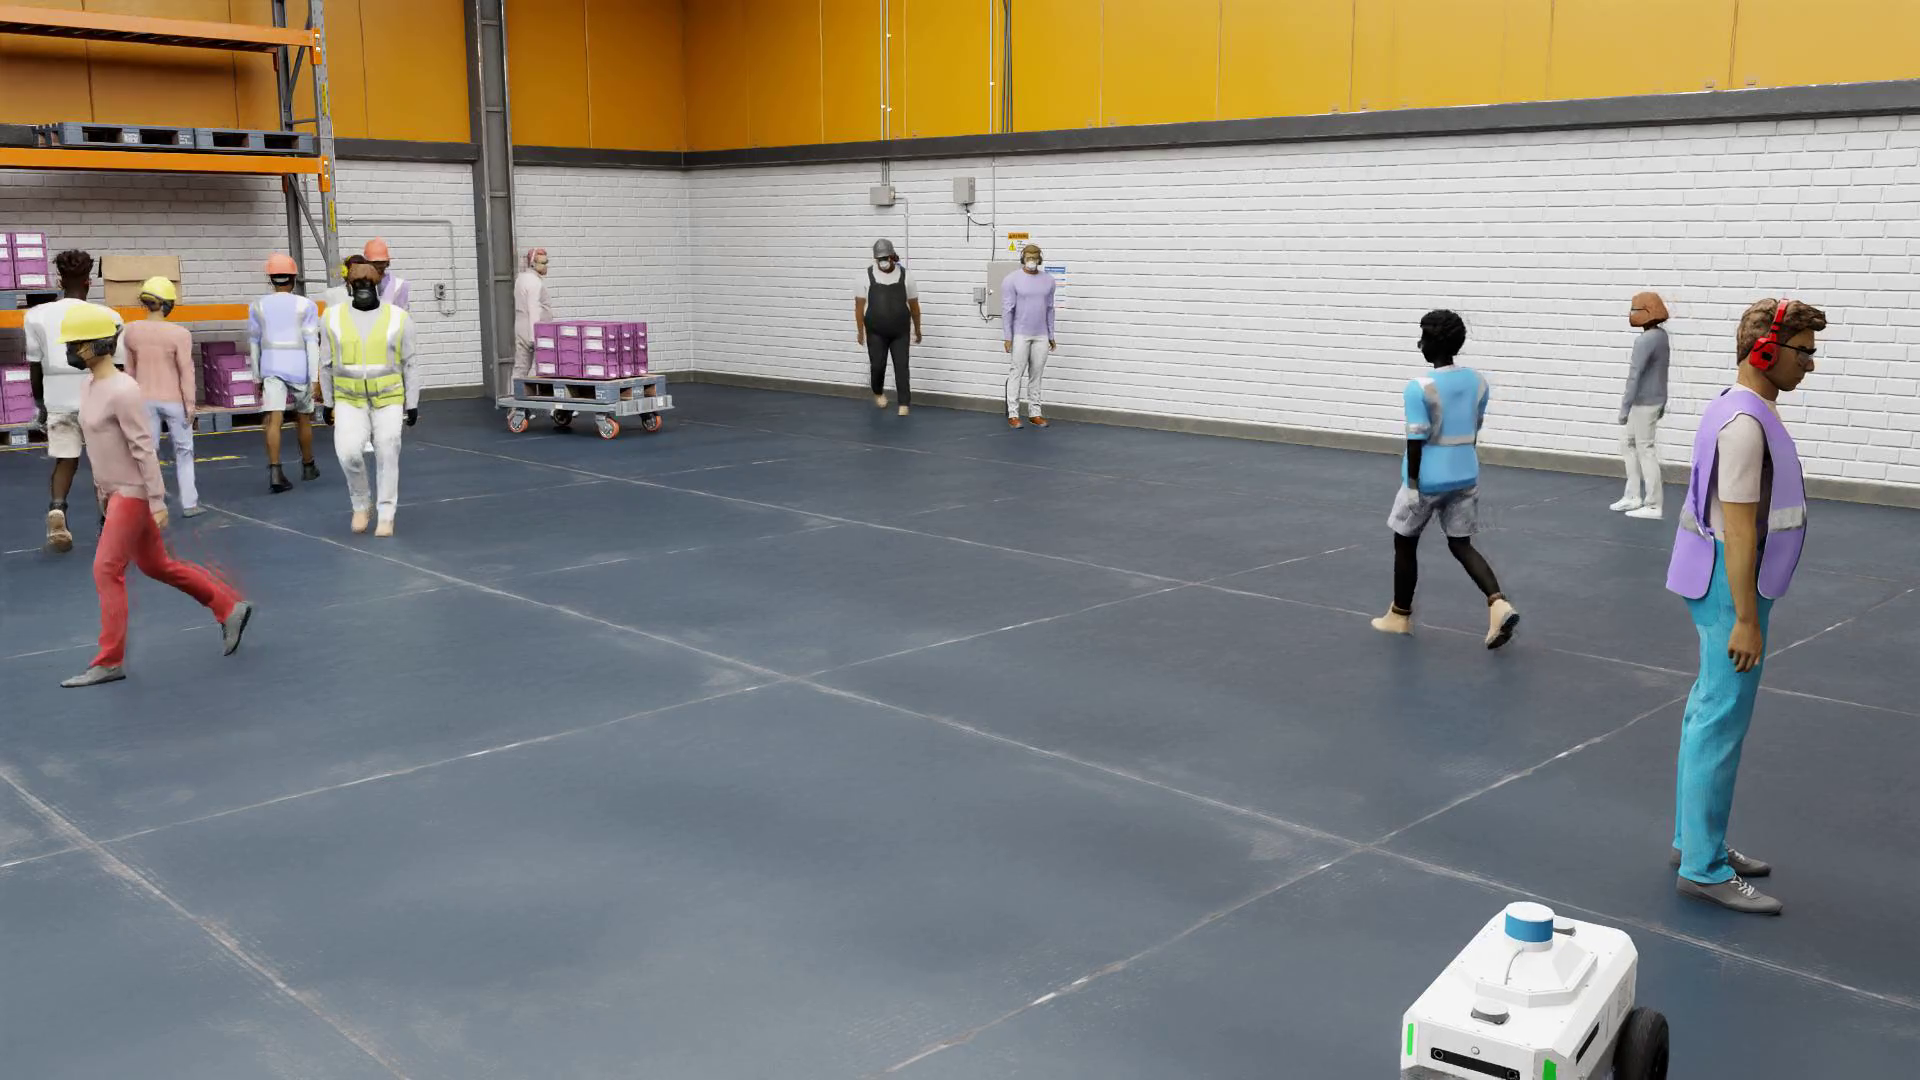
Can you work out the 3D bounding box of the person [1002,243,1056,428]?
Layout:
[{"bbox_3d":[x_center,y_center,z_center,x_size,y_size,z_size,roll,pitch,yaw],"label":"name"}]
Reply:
[{"bbox_3d":[0.733,-2.144,17.522,0.631,1.935,0.362,-5,12,-26],"label":"person"}]

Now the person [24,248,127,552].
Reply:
[{"bbox_3d":[-5.626,-0.877,10.605,0.619,1.947,0.791,-2,11,-11],"label":"person"}]

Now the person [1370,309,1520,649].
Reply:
[{"bbox_3d":[2.403,-0.296,8.162,0.533,1.671,0.755,-5,12,-25],"label":"person"}]

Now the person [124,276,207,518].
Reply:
[{"bbox_3d":[-5.636,-0.977,11.685,0.526,1.742,0.714,0,10,-1],"label":"person"}]

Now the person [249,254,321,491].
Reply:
[{"bbox_3d":[-5.433,-1.354,13.387,0.553,1.879,1.043,-2,11,-8],"label":"person"}]

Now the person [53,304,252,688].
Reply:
[{"bbox_3d":[-3.740,-0.229,7.672,0.846,1.729,0.541,-10,14,-42],"label":"person"}]

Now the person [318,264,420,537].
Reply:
[{"bbox_3d":[-3.957,-0.929,11.173,0.651,1.832,0.447,-3,11,-14],"label":"person"}]

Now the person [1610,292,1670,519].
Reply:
[{"bbox_3d":[4.865,-0.966,11.962,0.559,1.615,0.525,8,13,39],"label":"person"}]

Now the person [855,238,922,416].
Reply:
[{"bbox_3d":[-0.805,-2.429,18.788,0.764,2.000,0.704,-1,10,-6],"label":"person"}]

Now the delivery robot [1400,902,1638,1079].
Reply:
[{"bbox_3d":[1.240,1.042,3.661,0.477,0.478,0.707,7,12,34],"label":"delivery robot"}]

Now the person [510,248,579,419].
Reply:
[{"bbox_3d":[-4.588,-2.248,18.241,0.825,1.869,0.735,-7,13,-35],"label":"person"}]

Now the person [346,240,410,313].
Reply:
[{"bbox_3d":[-5.779,-1.979,16.524,0.631,1.977,1.083,-4,11,-22],"label":"person"}]

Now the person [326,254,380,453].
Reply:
[{"bbox_3d":[-5.701,-1.754,15.648,0.518,1.844,0.640,-6,12,-30],"label":"person"}]

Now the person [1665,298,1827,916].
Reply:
[{"bbox_3d":[2.358,0.189,5.070,0.390,1.838,0.563,4,11,22],"label":"person"}]
